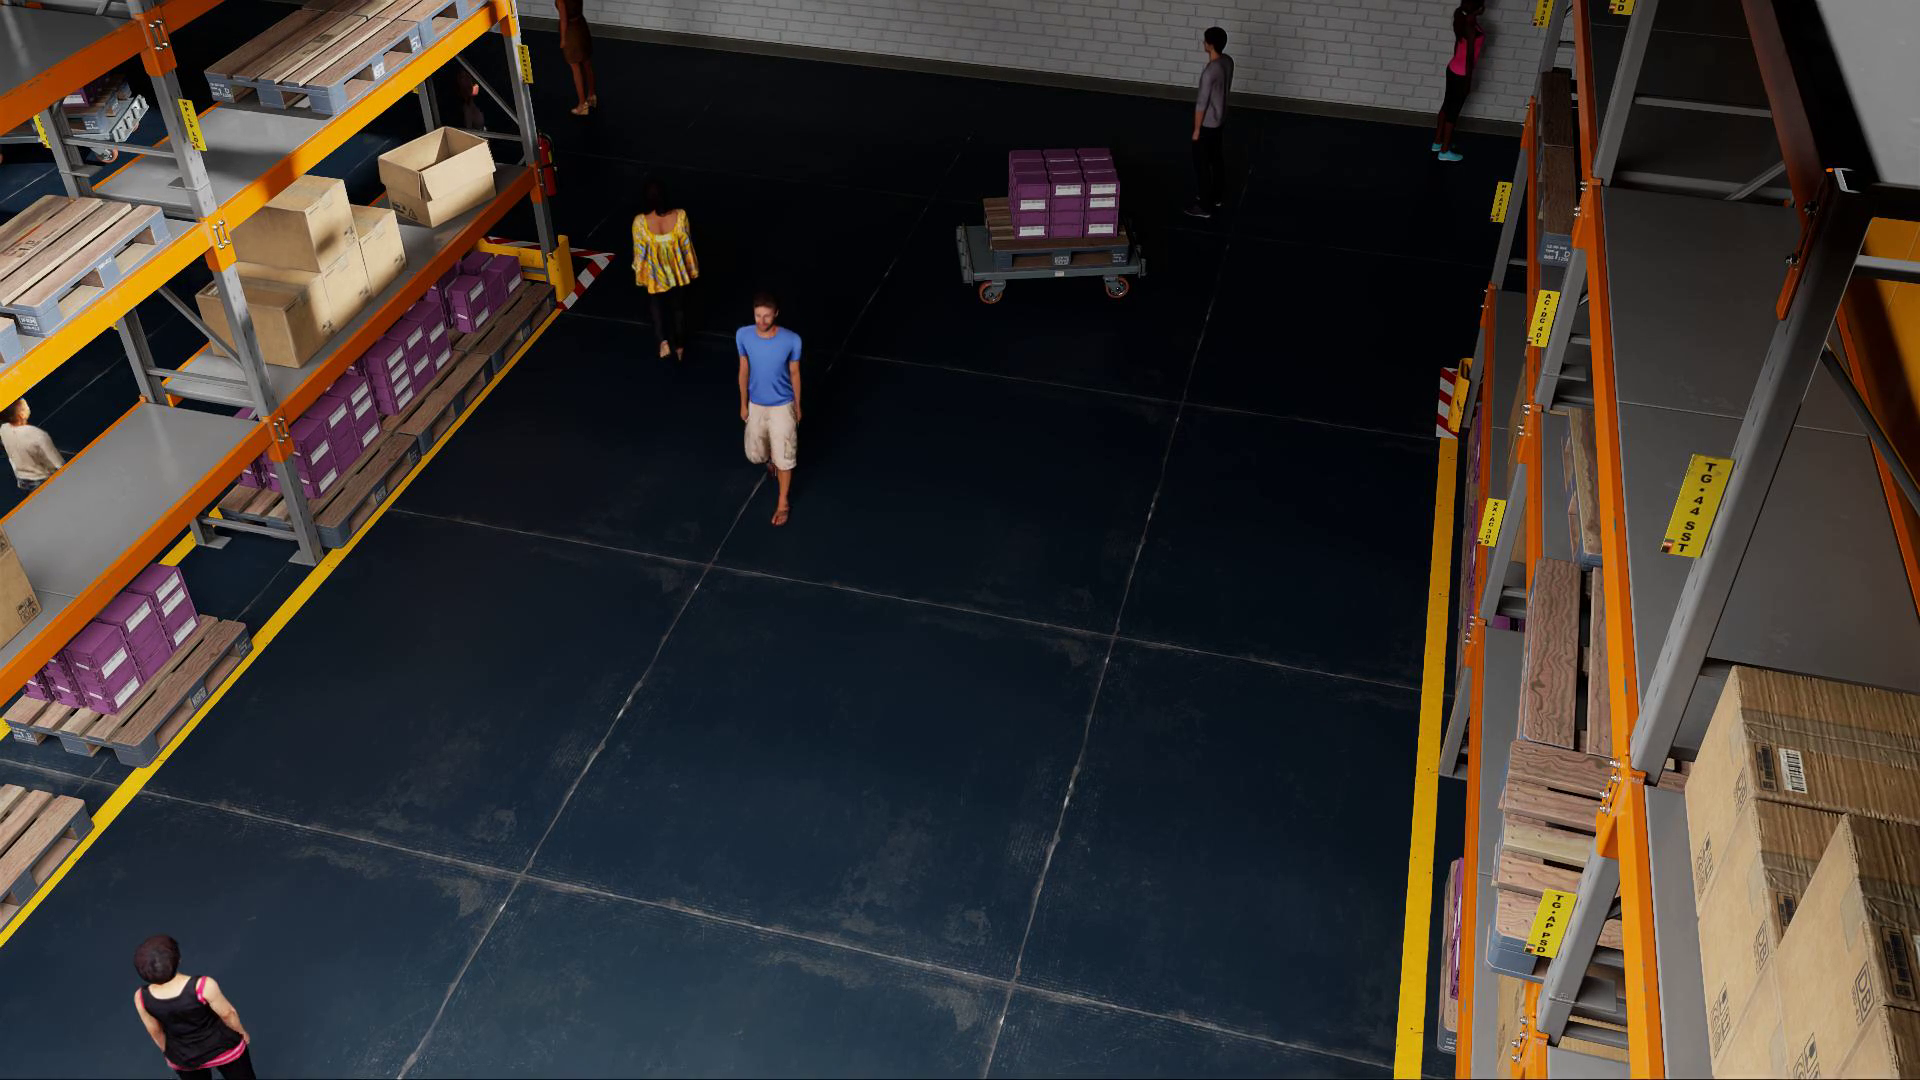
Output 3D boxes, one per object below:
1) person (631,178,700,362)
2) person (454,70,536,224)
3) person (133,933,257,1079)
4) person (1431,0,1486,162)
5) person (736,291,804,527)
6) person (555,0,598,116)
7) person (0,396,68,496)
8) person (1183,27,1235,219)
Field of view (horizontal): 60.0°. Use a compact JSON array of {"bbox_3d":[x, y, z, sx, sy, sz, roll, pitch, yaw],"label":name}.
[{"bbox_3d":[-2.431,-2.187,13.793,0.867,1.647,0.913,-9,40,-11],"label":"person"},{"bbox_3d":[-4.661,-3.599,15.601,1.071,1.597,1.077,-16,41,-19],"label":"person"},{"bbox_3d":[-3.677,2.444,8.069,0.620,1.553,0.636,-7,39,-9],"label":"person"},{"bbox_3d":[5.073,-4.731,16.917,0.679,1.722,0.570,-1,39,-1],"label":"person"},{"bbox_3d":[-1.370,-1.047,12.200,0.695,1.852,0.964,6,39,7],"label":"person"},{"bbox_3d":[-4.114,-5.387,17.764,0.629,1.690,0.459,12,40,15],"label":"person"},{"bbox_3d":[-6.483,-0.364,11.666,0.560,1.452,0.513,9,39,11],"label":"person"},{"bbox_3d":[2.407,-4.008,15.919,0.767,1.838,0.586,22,44,25],"label":"person"}]
